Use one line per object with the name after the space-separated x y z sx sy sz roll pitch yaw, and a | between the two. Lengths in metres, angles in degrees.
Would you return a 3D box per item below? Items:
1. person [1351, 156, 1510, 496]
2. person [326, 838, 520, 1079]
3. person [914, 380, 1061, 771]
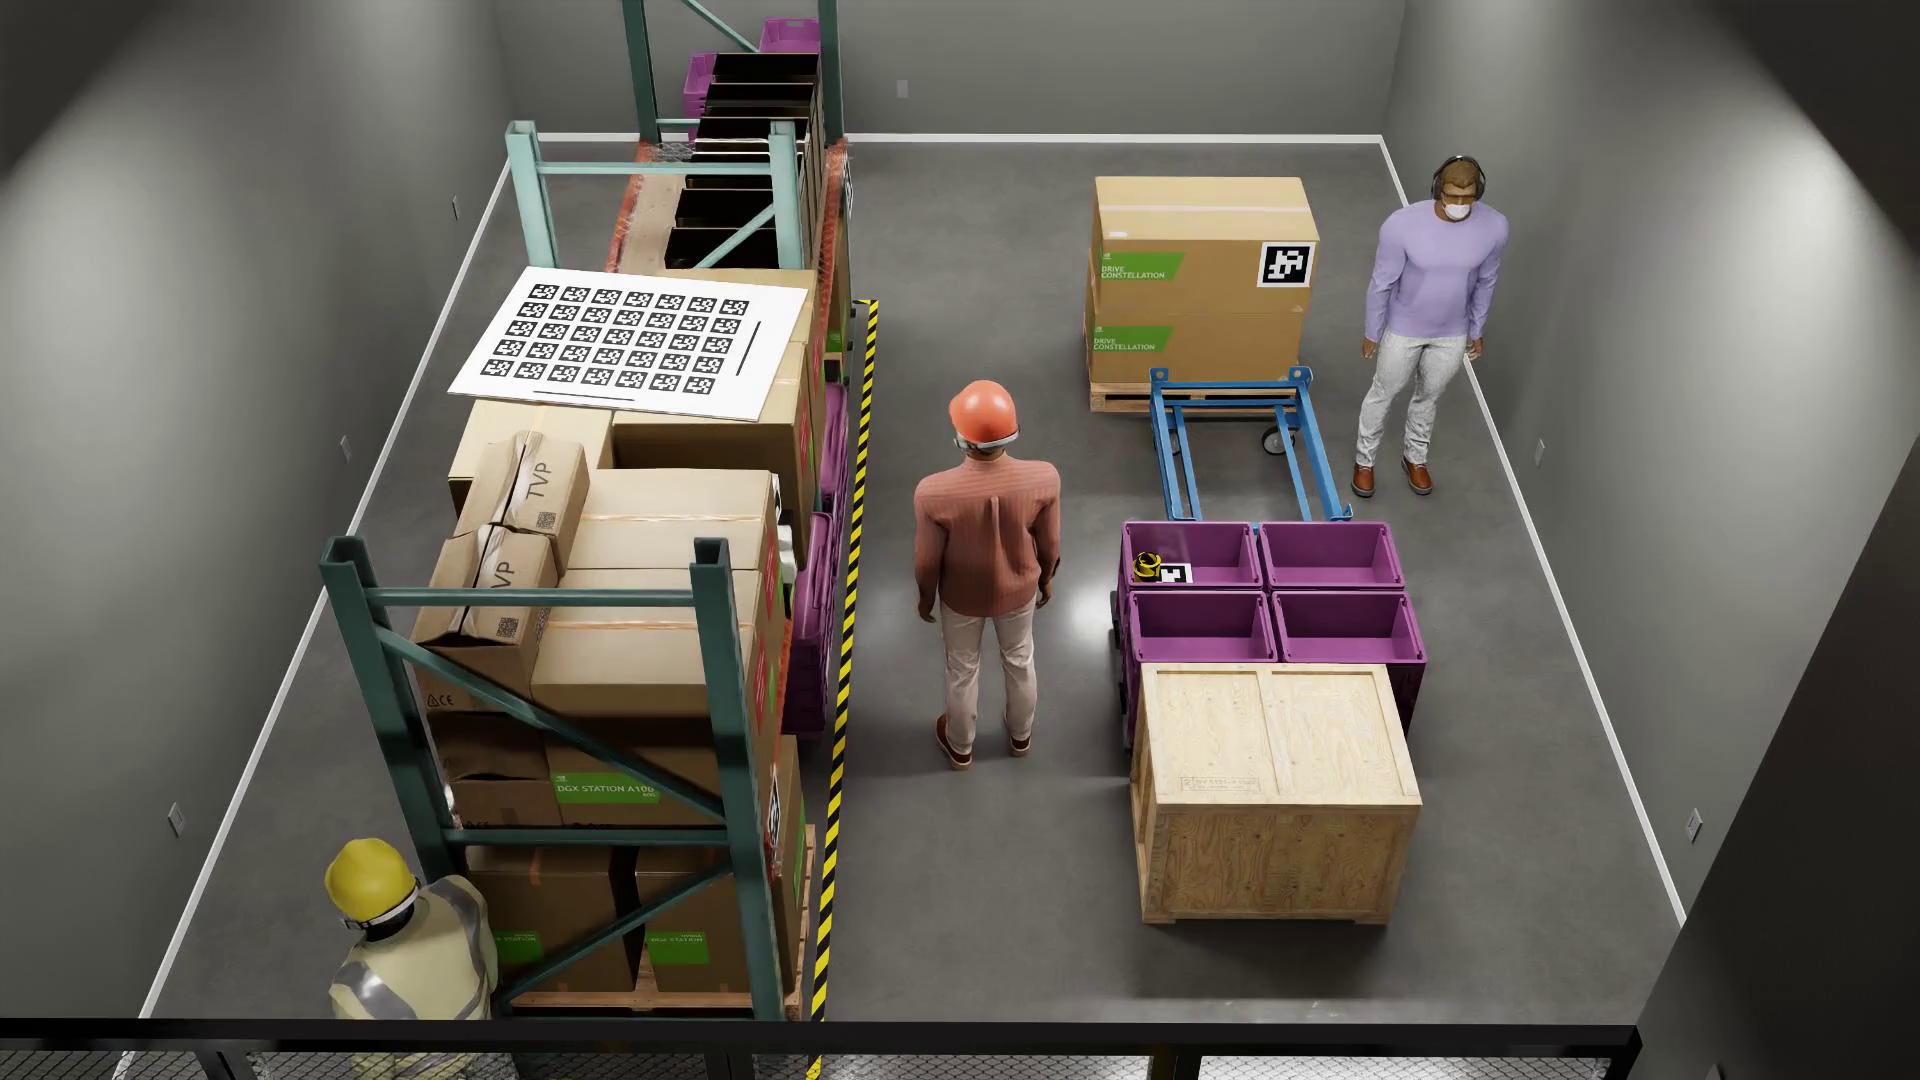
2.324 -1.055 8.316 0.635 1.937 0.354 -1 41 -2 | person
-1.720 1.582 5.387 0.403 1.835 0.587 21 45 22 | person
0.108 0.174 6.871 0.608 1.997 0.375 -9 42 -10 | person
